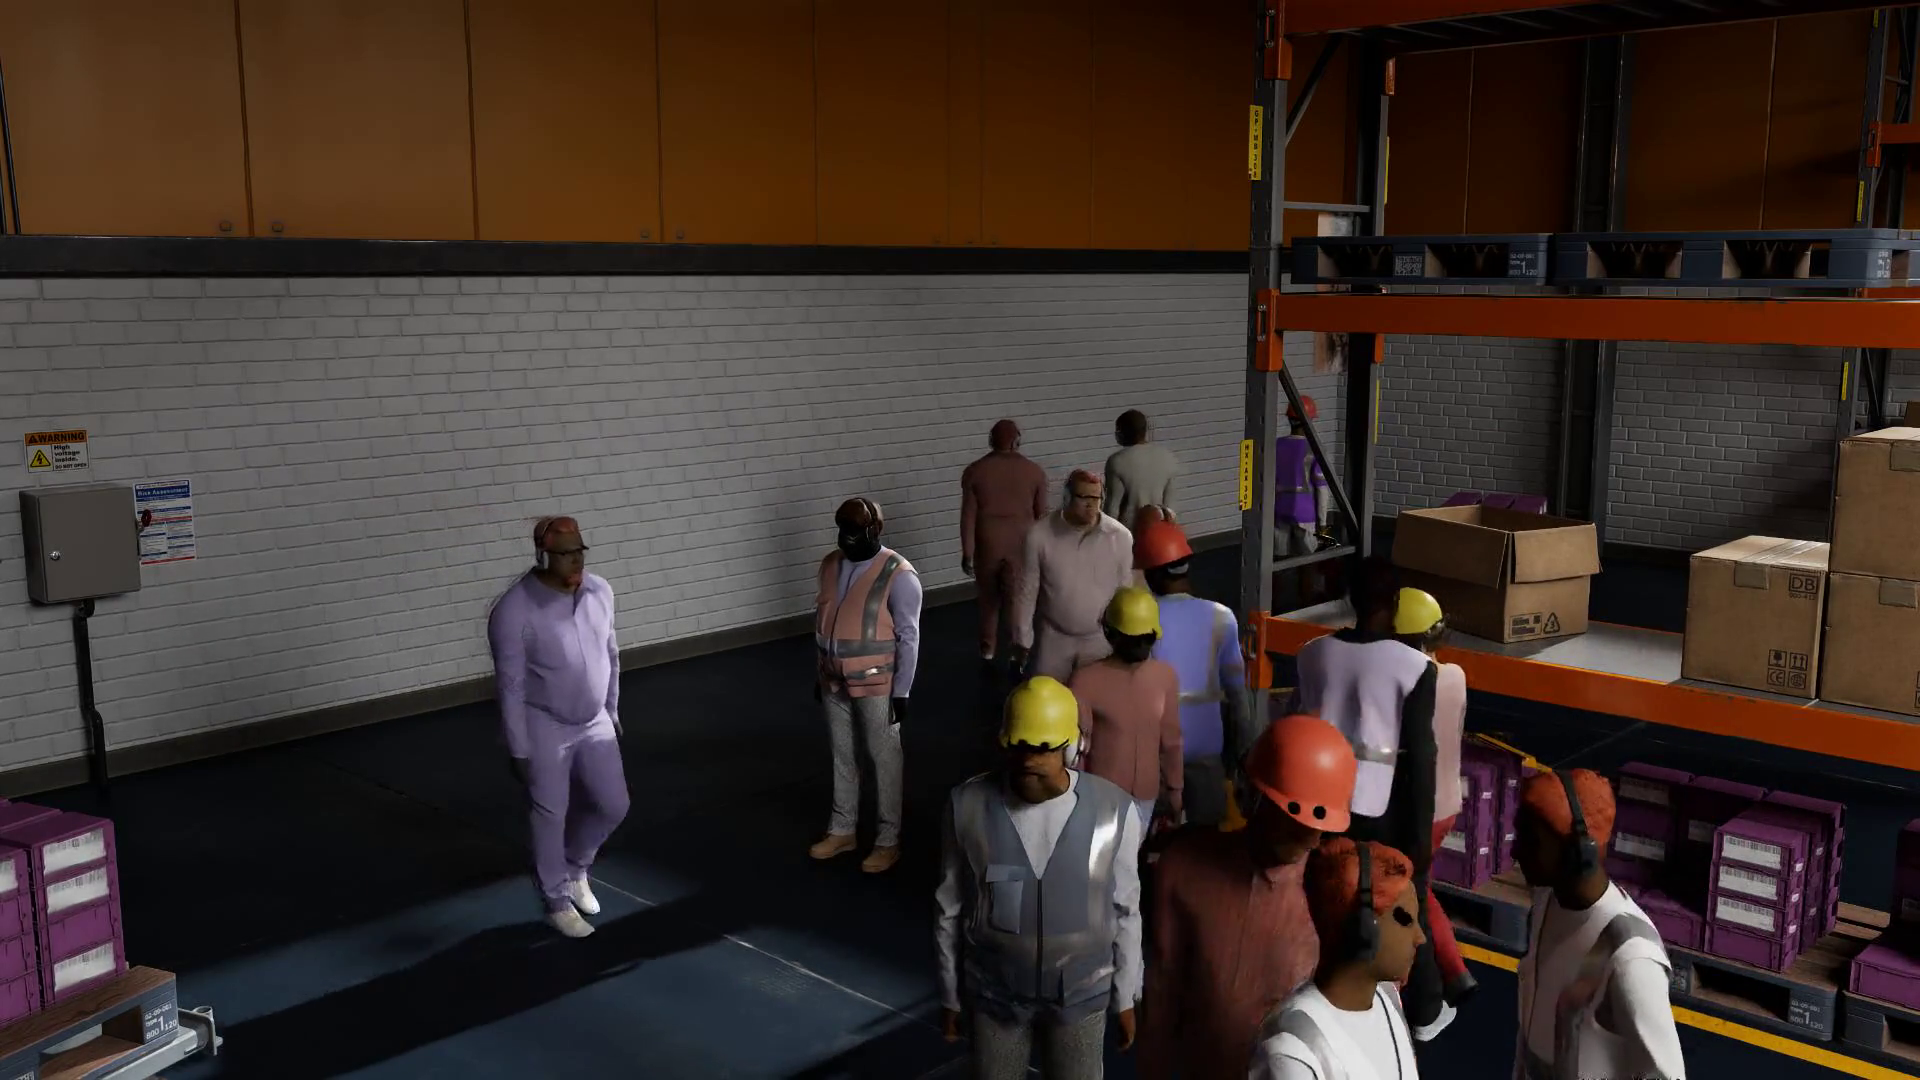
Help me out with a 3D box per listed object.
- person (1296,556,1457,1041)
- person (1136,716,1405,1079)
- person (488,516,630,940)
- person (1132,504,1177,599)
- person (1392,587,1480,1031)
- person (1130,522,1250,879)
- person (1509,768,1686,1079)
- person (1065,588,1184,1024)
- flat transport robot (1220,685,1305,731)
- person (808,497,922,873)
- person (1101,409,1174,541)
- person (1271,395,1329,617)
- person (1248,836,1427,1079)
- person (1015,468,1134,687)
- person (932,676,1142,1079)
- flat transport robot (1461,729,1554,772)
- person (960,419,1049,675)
[{"bbox_3d":[1.590,0.998,6.319,0.799,1.880,0.633,-9,13,-44],"label":"person"},{"bbox_3d":[0.697,1.352,3.881,0.600,1.963,0.431,7,11,36],"label":"person"},{"bbox_3d":[-1.721,0.824,7.313,0.426,1.888,0.675,7,12,37],"label":"person"},{"bbox_3d":[1.054,0.601,9.504,0.523,1.618,0.419,8,12,41],"label":"person"},{"bbox_3d":[1.751,1.041,6.409,0.371,1.749,0.551,9,13,44],"label":"person"},{"bbox_3d":[0.956,0.861,7.162,0.621,1.875,0.901,-1,9,-5],"label":"person"},{"bbox_3d":[1.542,1.414,3.918,1.007,1.832,0.589,1,9,6],"label":"person"},{"bbox_3d":[0.618,1.011,6.730,0.526,1.719,0.903,-5,11,-29],"label":"person"},{"bbox_3d":[2.074,1.144,10.307,0.652,0.197,1.431,-3,10,-16],"label":"flat transport robot"},{"bbox_3d":[-0.491,0.705,8.197,0.622,1.845,0.429,7,12,37],"label":"person"},{"bbox_3d":[1.347,-0.012,12.430,0.679,1.923,0.429,-5,10,-26],"label":"person"},{"bbox_3d":[2.727,-0.202,13.468,0.552,1.934,0.373,7,11,35],"label":"person"},{"bbox_3d":[0.742,1.497,3.351,0.893,1.841,0.575,7,12,38],"label":"person"},{"bbox_3d":[0.642,0.509,9.296,0.662,1.877,0.839,0,9,0],"label":"person"},{"bbox_3d":[0.218,1.275,4.737,0.599,1.830,0.404,0,9,2],"label":"person"},{"bbox_3d":[2.634,1.291,9.408,1.431,0.197,0.652,-3,10,-16],"label":"flat transport robot"},{"bbox_3d":[0.330,0.047,12.206,0.658,1.868,0.924,0,9,-3],"label":"person"}]
